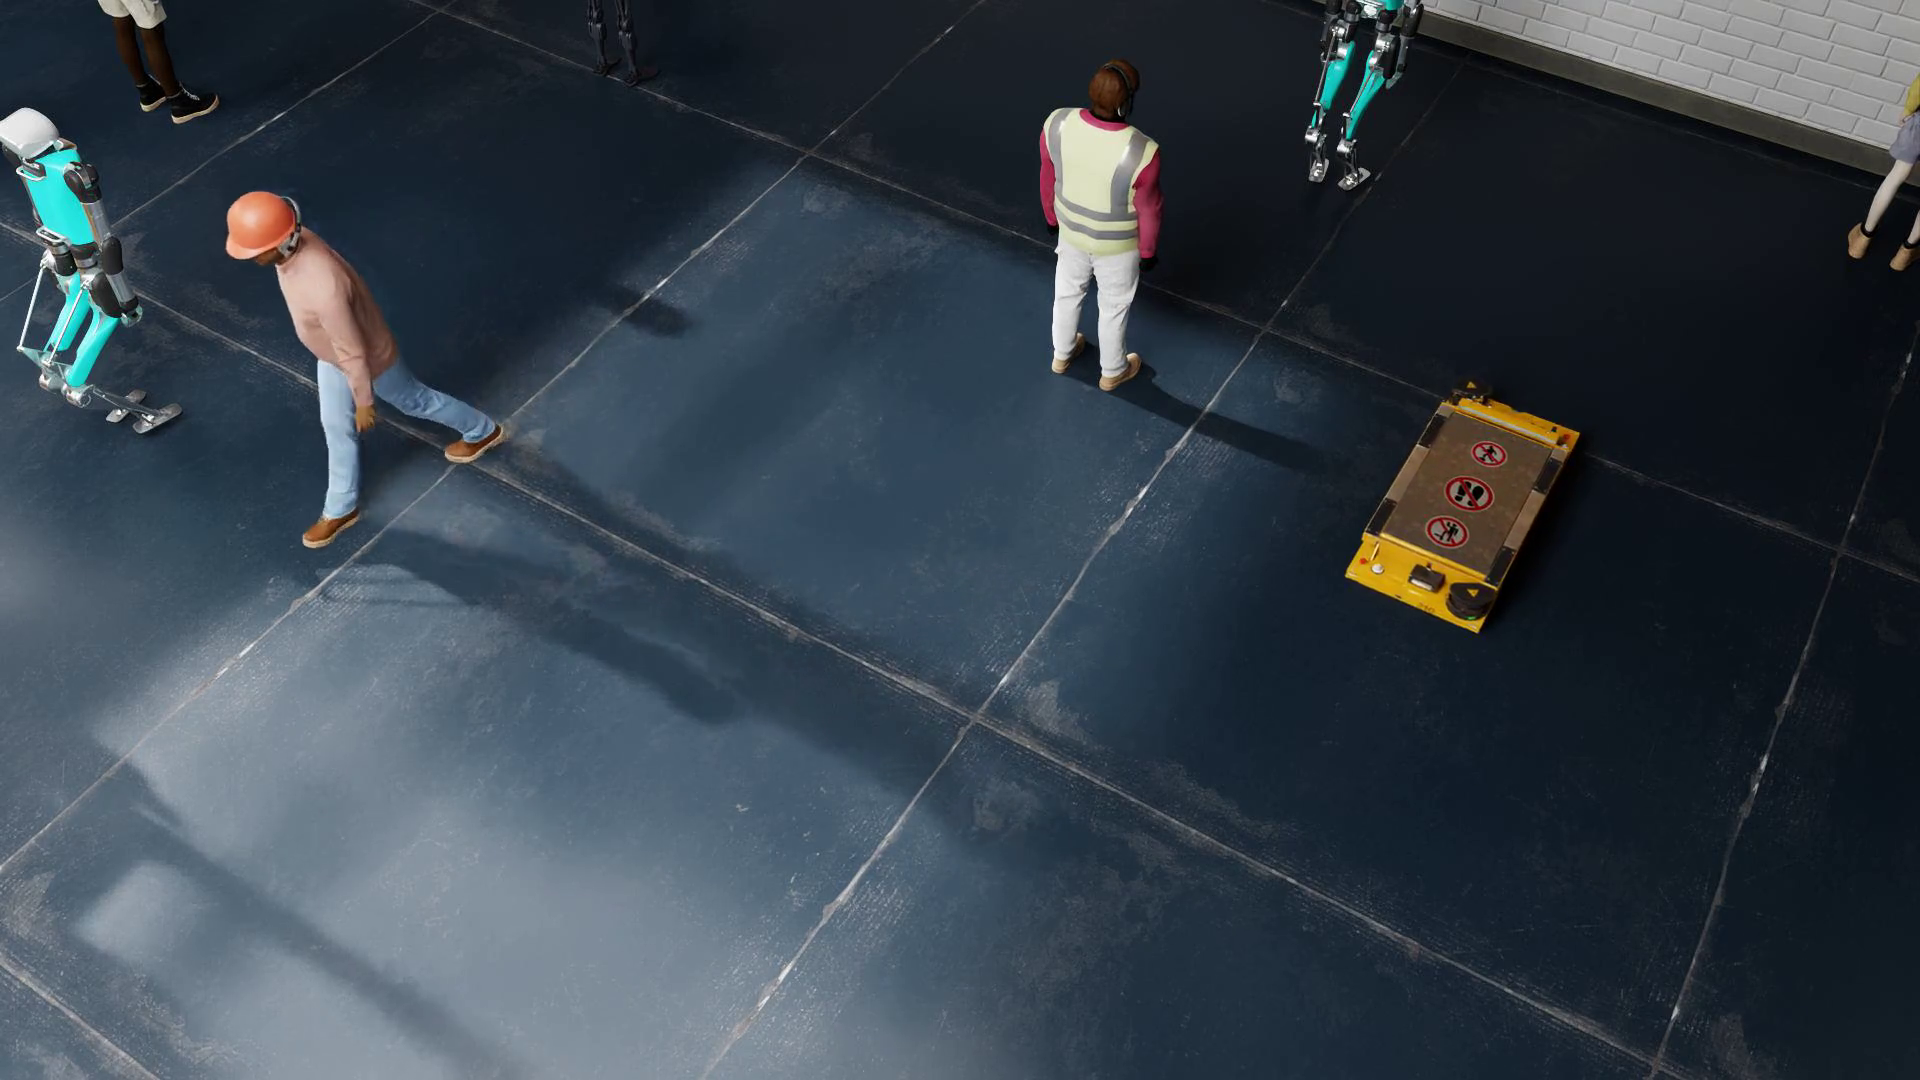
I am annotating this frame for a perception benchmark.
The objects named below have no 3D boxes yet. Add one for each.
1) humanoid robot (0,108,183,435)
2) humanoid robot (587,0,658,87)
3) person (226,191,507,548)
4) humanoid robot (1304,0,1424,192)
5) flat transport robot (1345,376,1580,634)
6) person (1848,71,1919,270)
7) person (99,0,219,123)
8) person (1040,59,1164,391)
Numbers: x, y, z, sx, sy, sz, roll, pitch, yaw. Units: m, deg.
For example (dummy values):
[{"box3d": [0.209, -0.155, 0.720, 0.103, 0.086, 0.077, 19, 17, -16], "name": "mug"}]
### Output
[{"box3d": [-4.191, -1.130, 7.740, 0.533, 1.677, 0.735, 25, 53, 20], "name": "humanoid robot"}, {"box3d": [-2.151, -3.538, 9.964, 0.599, 1.657, 0.315, 25, 53, 20], "name": "humanoid robot"}, {"box3d": [-2.680, -0.864, 7.489, 1.093, 1.910, 0.619, -36, 58, -27], "name": "person"}, {"box3d": [2.131, -2.613, 9.036, 0.533, 1.677, 0.735, 25, 53, 20], "name": "humanoid robot"}, {"box3d": [2.442, -0.203, 7.993, 0.659, 0.231, 1.431, 25, 53, 20], "name": "flat transport robot"}, {"box3d": [5.191, -2.237, 8.695, 0.487, 1.889, 0.382, 25, 53, 20], "name": "person"}, {"box3d": [-4.870, -3.334, 9.603, 0.613, 1.963, 0.361, 25, 53, 20], "name": "person"}, {"box3d": [0.692, -1.512, 8.093, 0.634, 1.841, 0.429, 25, 53, 20], "name": "person"}]
